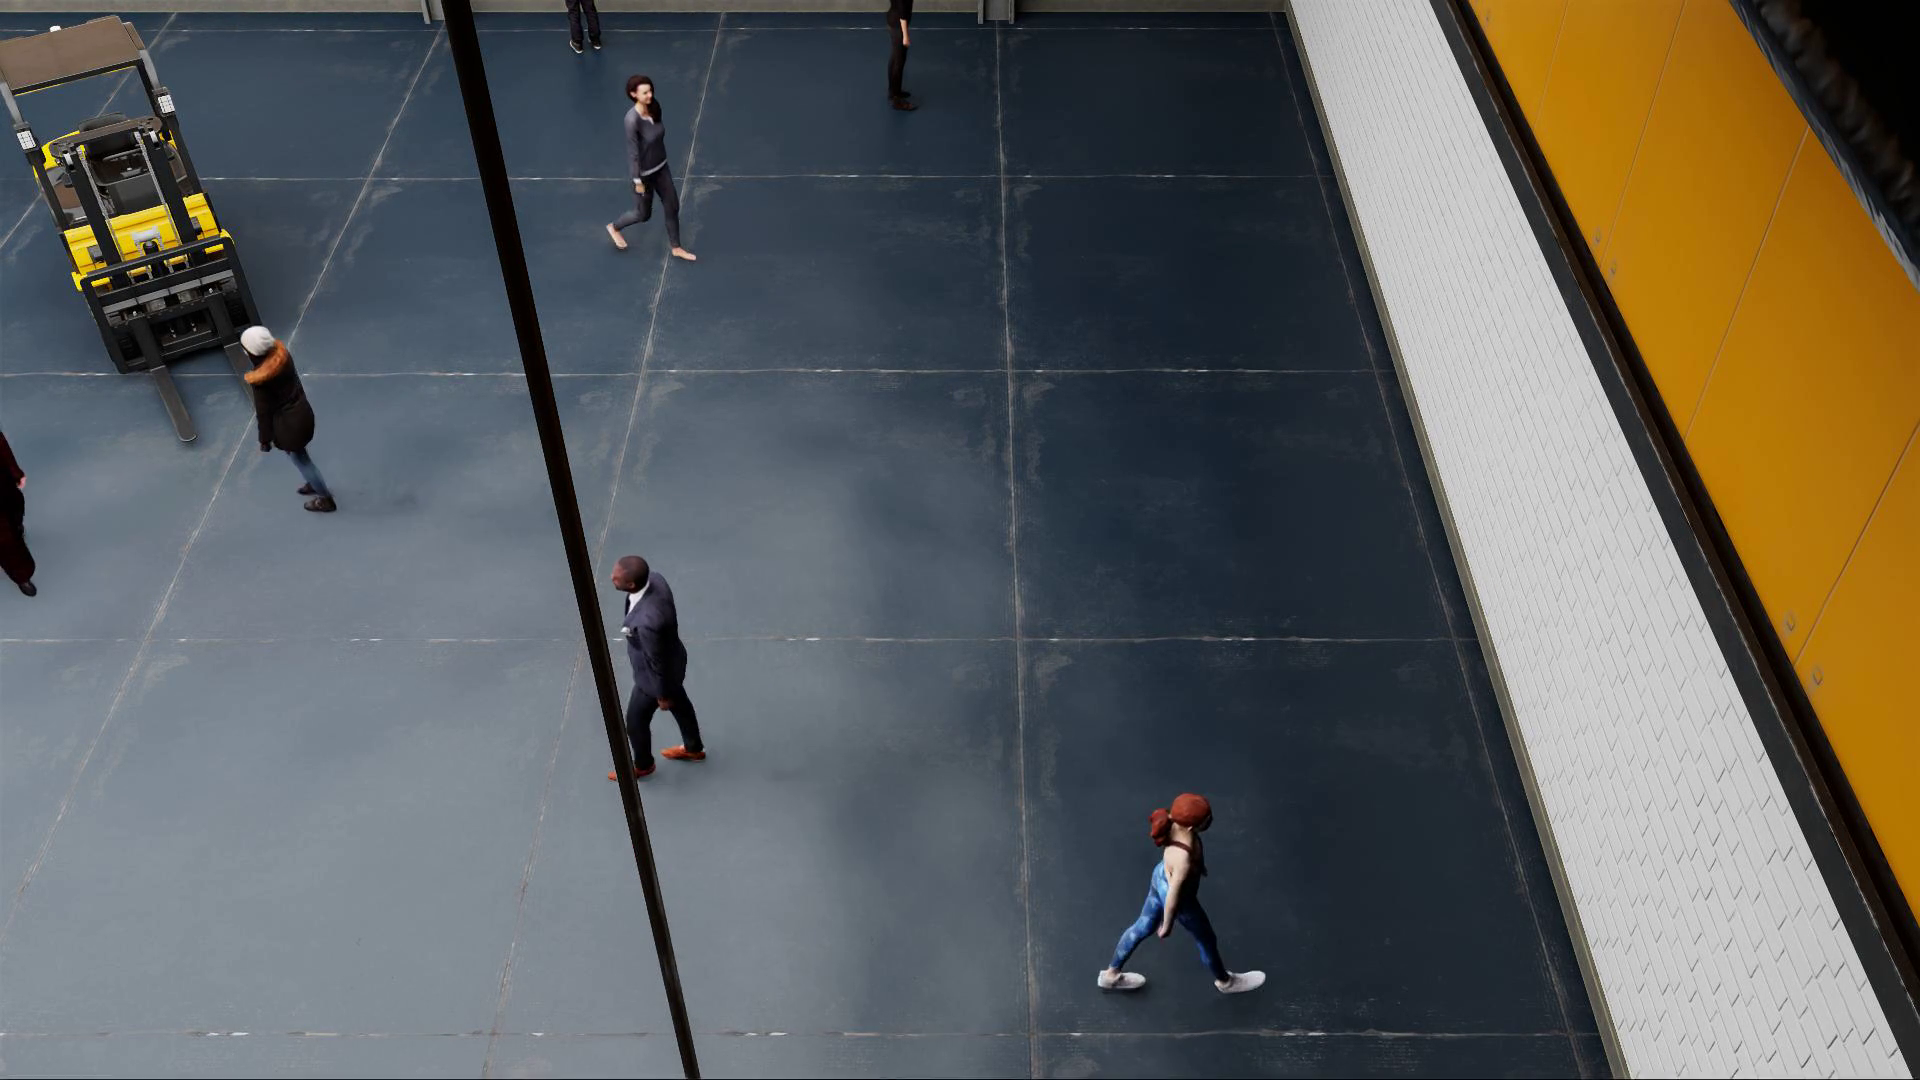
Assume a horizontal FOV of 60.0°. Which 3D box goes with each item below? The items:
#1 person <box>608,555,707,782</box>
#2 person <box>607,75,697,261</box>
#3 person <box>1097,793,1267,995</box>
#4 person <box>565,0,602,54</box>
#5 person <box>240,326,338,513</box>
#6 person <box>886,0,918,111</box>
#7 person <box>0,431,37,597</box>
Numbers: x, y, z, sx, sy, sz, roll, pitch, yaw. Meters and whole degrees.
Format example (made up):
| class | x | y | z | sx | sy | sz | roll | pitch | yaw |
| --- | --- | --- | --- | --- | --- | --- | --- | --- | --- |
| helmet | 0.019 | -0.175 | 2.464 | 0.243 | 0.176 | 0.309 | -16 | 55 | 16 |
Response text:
| class | x | y | z | sx | sy | sz | roll | pitch | yaw |
| --- | --- | --- | --- | --- | --- | --- | --- | --- | --- |
| person | -1.739 | 0.777 | 10.030 | 0.835 | 1.803 | 0.747 | -2 | 44 | -2 |
| person | -2.739 | -3.177 | 14.223 | 1.143 | 1.743 | 0.894 | 17 | 46 | 17 |
| person | 1.067 | 1.919 | 8.879 | 1.174 | 1.737 | 0.666 | -4 | 44 | -5 |
| person | -3.950 | -5.751 | 17.136 | 0.573 | 1.453 | 0.703 | -17 | 46 | -17 |
| person | -4.712 | -0.842 | 11.858 | 0.631 | 1.624 | 0.648 | 4 | 44 | 4 |
| person | -0.602 | -5.021 | 16.233 | 0.568 | 1.641 | 0.620 | -8 | 44 | -8 |
| person | -6.726 | -0.460 | 11.387 | 1.095 | 1.721 | 1.134 | -33 | 53 | -30 |
